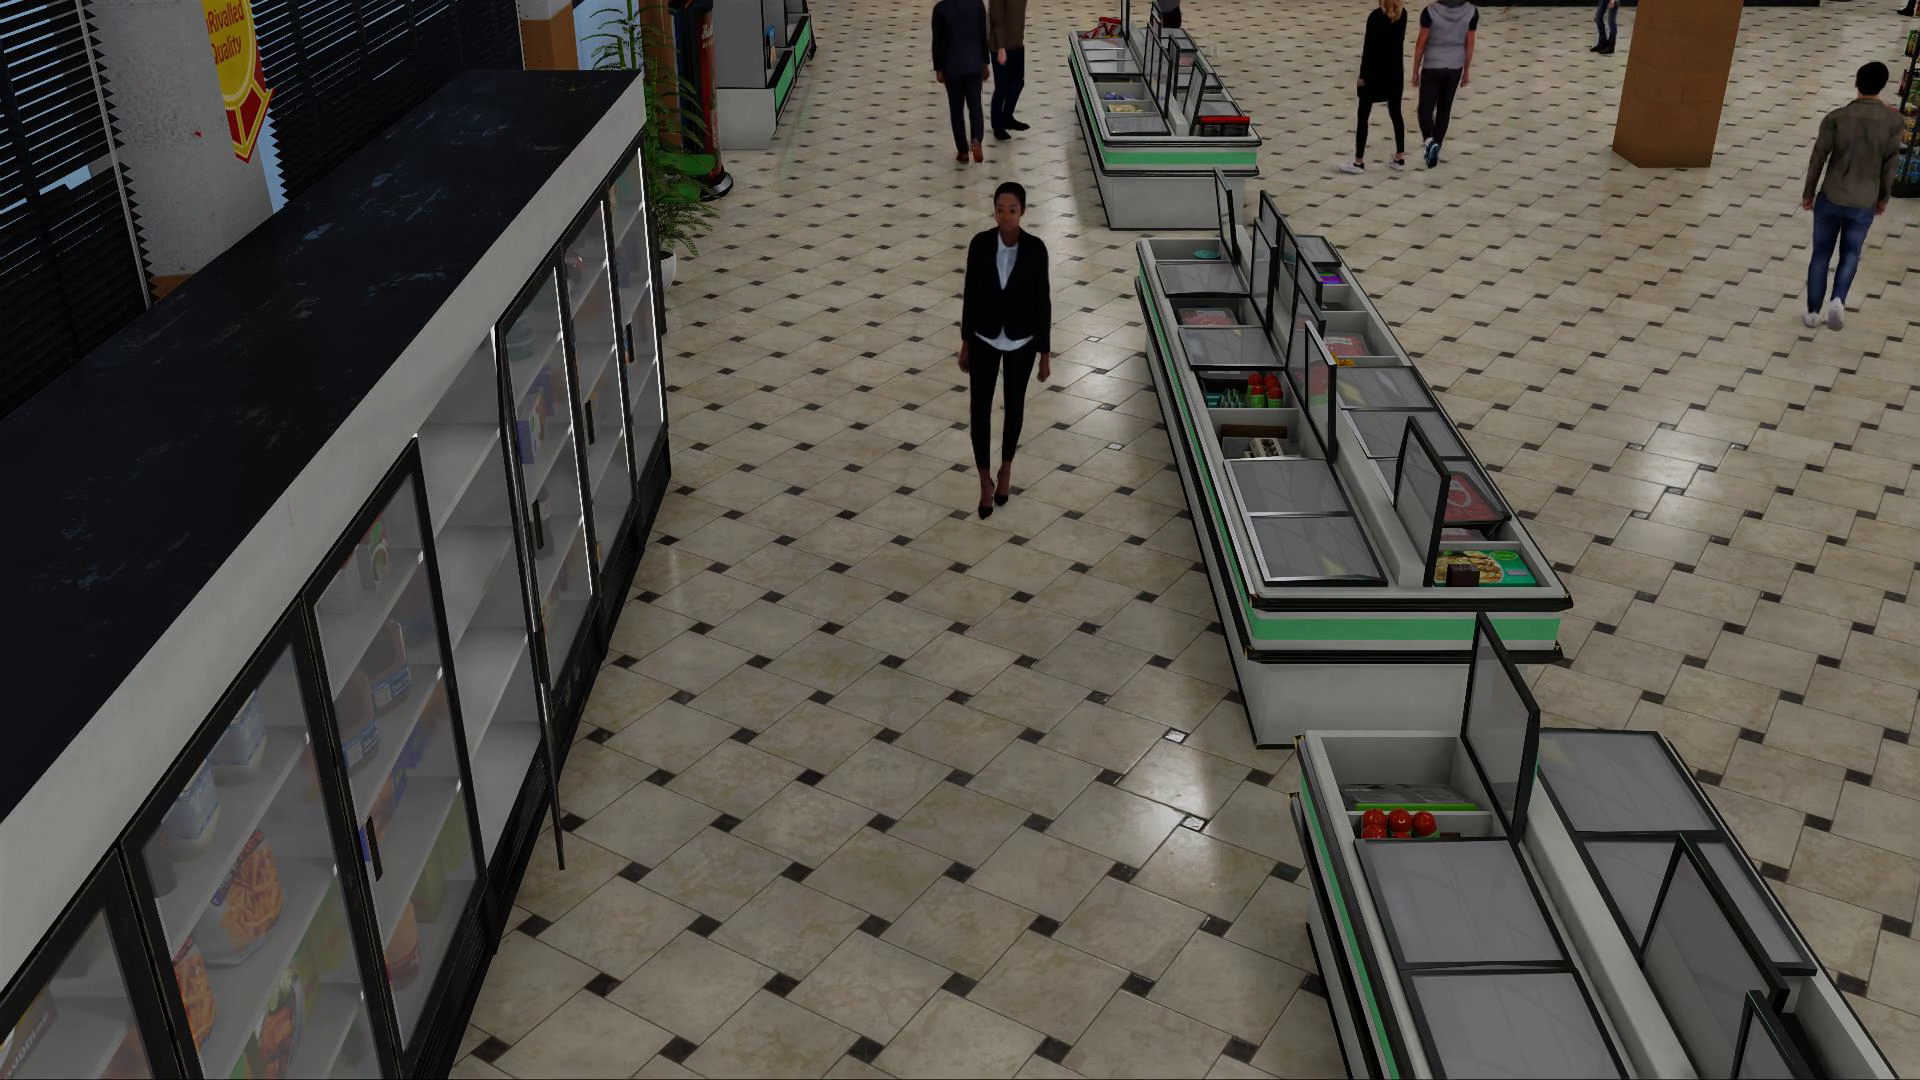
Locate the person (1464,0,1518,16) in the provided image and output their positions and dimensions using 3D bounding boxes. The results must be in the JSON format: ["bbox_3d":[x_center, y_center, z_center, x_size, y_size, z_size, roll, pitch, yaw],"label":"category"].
[{"bbox_3d":[7.331,-8.133,22.911,1.137,1.829,1.234,16,31,28],"label":"person"}]

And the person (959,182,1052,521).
[{"bbox_3d":[0.241,-1.028,8.910,0.673,1.821,0.694,2,27,4],"label":"person"}]

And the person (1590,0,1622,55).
[{"bbox_3d":[8.175,-6.719,20.703,0.586,1.305,0.506,-5,27,-10],"label":"person"}]

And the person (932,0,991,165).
[{"bbox_3d":[0.033,-4.398,15.572,0.781,1.806,0.860,-2,27,-5],"label":"person"}]

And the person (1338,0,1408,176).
[{"bbox_3d":[3.884,-4.294,15.381,0.824,1.794,0.810,-14,30,-25],"label":"person"}]

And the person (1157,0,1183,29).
[{"bbox_3d":[2.610,-6.937,20.632,0.832,1.758,0.720,13,30,24],"label":"person"}]

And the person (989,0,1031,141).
[{"bbox_3d":[0.447,-4.917,16.550,0.941,1.847,0.843,11,29,21],"label":"person"}]

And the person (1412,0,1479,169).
[{"bbox_3d":[4.487,-4.326,15.426,0.709,1.810,1.039,1,27,3],"label":"person"}]

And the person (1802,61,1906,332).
[{"bbox_3d":[6.083,-2.308,11.393,0.869,1.858,0.962,10,28,18],"label":"person"}]
